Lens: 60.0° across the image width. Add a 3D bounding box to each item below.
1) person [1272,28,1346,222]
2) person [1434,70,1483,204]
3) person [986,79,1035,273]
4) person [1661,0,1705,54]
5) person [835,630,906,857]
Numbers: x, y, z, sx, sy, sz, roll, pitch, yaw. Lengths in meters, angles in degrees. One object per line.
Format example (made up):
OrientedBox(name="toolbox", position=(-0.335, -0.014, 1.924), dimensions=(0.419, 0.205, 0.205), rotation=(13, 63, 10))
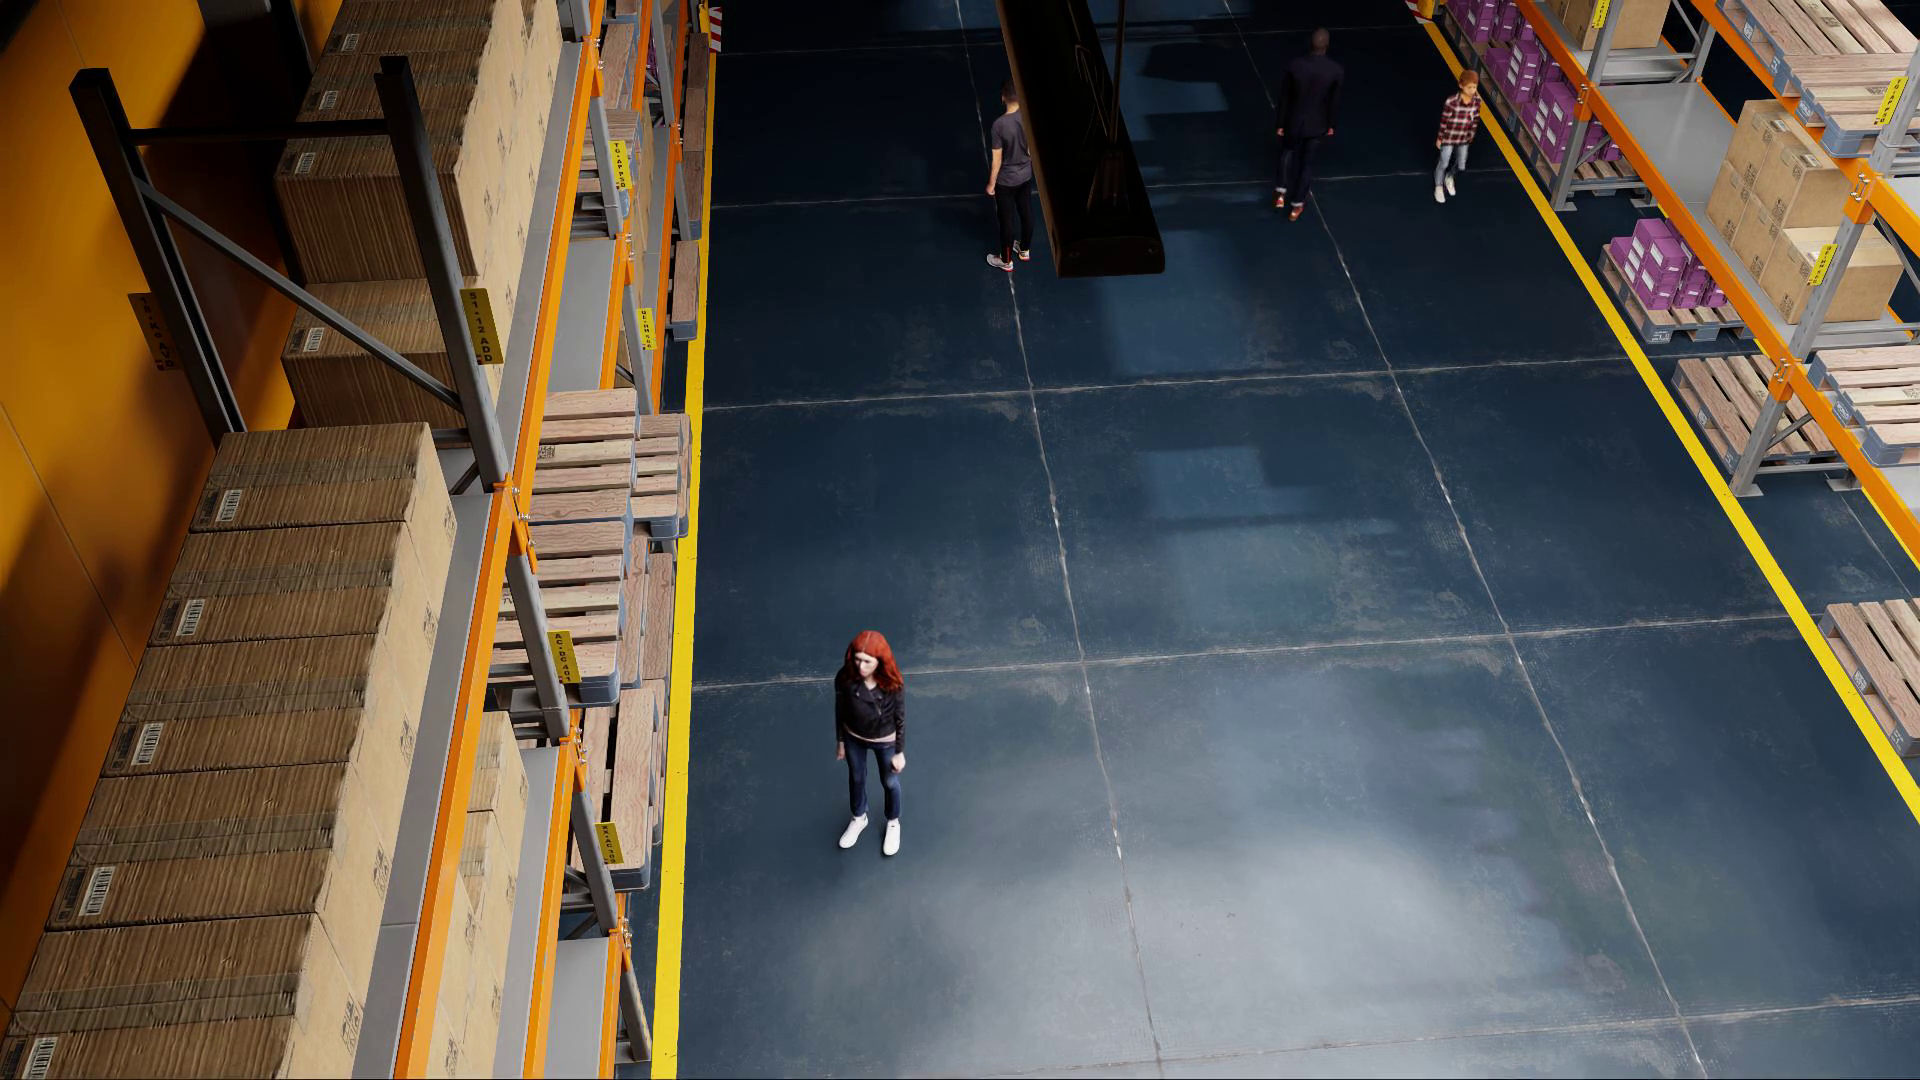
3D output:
OrientedBox(name="person", position=(3.068, -3.660, 14.843), dimensions=(0.793, 1.808, 0.798), rotation=(14, 45, 15))
OrientedBox(name="person", position=(4.539, -3.755, 15.312), dimensions=(0.534, 1.299, 0.526), rotation=(-2, 44, -2))
OrientedBox(name="person", position=(0.452, -3.138, 14.330), dimensions=(0.717, 1.760, 0.742), rotation=(-31, 51, -28))
OrientedBox(name="person", position=(7.438, -5.704, 17.019), dimensions=(0.649, 1.766, 0.614), rotation=(-6, 44, -7))
OrientedBox(name="person", position=(-0.519, 1.186, 9.771), dimensions=(0.639, 1.786, 0.640), rotation=(9, 44, 10))
